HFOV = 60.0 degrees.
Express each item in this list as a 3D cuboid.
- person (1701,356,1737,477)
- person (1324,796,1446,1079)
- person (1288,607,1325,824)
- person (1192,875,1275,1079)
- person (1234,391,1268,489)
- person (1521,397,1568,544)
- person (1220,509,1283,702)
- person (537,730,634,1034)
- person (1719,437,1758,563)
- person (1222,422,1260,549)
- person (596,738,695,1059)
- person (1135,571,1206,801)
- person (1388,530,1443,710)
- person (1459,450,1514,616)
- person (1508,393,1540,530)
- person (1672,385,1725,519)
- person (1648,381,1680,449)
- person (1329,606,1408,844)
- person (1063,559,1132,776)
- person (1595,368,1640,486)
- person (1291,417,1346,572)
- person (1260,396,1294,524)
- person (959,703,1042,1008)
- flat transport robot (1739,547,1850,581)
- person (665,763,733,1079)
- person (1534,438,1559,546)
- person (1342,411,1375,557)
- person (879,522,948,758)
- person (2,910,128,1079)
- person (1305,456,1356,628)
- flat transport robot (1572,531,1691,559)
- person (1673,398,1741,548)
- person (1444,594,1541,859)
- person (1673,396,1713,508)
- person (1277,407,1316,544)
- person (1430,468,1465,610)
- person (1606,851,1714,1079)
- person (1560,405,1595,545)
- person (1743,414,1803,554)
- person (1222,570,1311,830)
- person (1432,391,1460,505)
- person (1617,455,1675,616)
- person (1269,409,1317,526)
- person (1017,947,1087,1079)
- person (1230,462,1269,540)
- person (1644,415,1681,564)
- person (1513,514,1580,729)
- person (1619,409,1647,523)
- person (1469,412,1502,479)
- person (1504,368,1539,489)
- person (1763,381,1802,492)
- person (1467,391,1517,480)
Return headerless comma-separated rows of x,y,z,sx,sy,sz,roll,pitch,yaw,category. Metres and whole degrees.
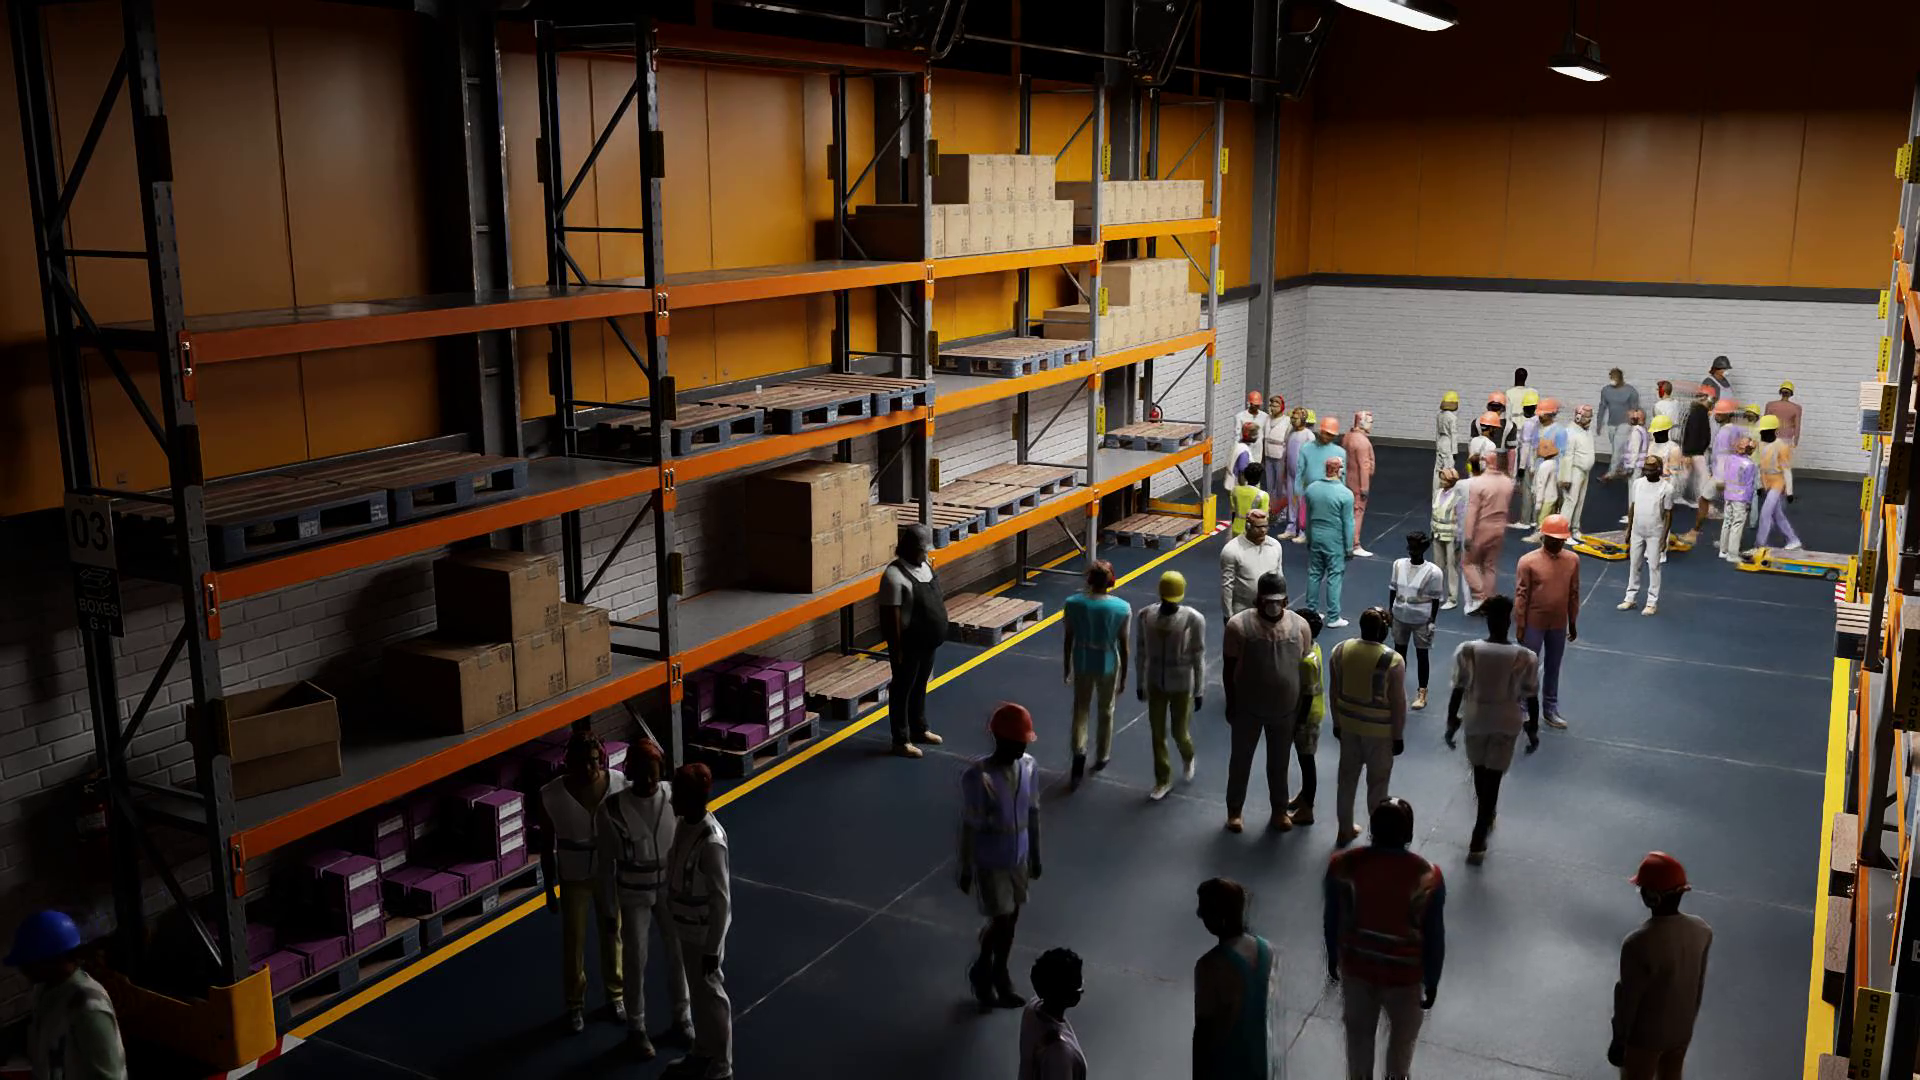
12.279,-1.973,26.942,0.690,2.000,0.538,-11,17,-41,person
2.201,2.218,8.679,0.625,1.829,0.434,5,14,22,person
2.654,1.349,12.846,0.319,1.697,0.533,3,13,11,person
1.216,2.443,7.686,0.560,1.811,0.427,-10,16,-38,person
4.368,-1.362,24.883,0.570,1.743,0.347,-2,13,-11,person
7.983,-0.944,22.407,0.759,2.004,0.660,-4,13,-17,person
2.744,0.638,15.574,0.645,1.900,0.399,-5,13,-20,person
-2.167,1.973,9.747,0.568,1.838,0.382,-6,14,-24,person
9.994,-0.516,21.347,0.323,1.631,0.525,-2,13,-7,person
3.612,-0.633,21.432,0.437,1.821,0.618,1,13,7,person
-1.762,2.017,9.458,0.585,1.876,0.351,-7,14,-28,person
1.684,1.134,13.357,0.601,1.892,0.542,6,14,26,person
4.243,0.735,15.591,0.535,1.699,0.318,11,17,42,person
5.927,-0.071,18.792,0.678,1.880,0.423,-6,14,-25,person
7.986,-1.105,23.352,0.400,1.915,0.591,10,16,38,person
10.647,-1.288,24.152,1.012,1.933,0.649,5,14,23,person
10.684,-1.493,25.242,0.570,1.840,0.375,-9,15,-34,person
3.033,1.390,12.335,0.430,1.845,0.624,-11,17,-41,person
1.124,1.073,13.774,0.573,1.830,0.664,2,13,10,person
10.533,-1.817,26.599,1.045,1.875,0.660,-10,16,-37,person
4.507,-0.585,20.922,0.641,1.951,0.710,6,14,26,person
4.532,-1.153,23.737,0.393,1.836,0.560,-8,15,-32,person
0.271,1.891,9.910,0.581,1.918,0.416,-10,16,-39,person
10.572,0.290,20.805,1.431,0.197,0.652,7,14,29,flat transport robot
-1.419,2.107,9.031,0.343,1.882,0.585,-6,14,-24,person
7.471,-0.487,21.240,0.284,1.624,0.495,8,15,33,person
5.219,-0.746,21.761,0.400,1.905,0.644,-2,13,-7,person
-0.363,0.836,14.364,0.537,2.000,0.679,7,14,27,person
-3.866,2.490,7.303,1.019,1.896,0.636,-11,17,-40,person
4.099,0.018,18.363,0.398,1.899,0.641,-10,16,-38,person
8.865,0.037,21.940,1.431,0.197,0.652,-5,14,-23,flat transport robot
10.017,-0.889,22.149,0.898,2.010,0.626,12,17,42,person
3.958,1.355,12.329,0.641,1.906,0.968,7,14,27,person
11.003,-1.356,24.912,0.561,1.715,0.514,7,14,27,person
4.561,-0.878,22.479,0.335,1.845,0.513,-7,15,-30,person
5.587,-0.019,19.103,0.310,1.638,0.523,-5,14,-22,person
3.394,2.369,8.174,0.568,1.744,0.353,-7,14,-27,person
8.315,-0.880,22.386,0.402,1.896,0.652,11,17,42,person
10.708,-0.722,21.733,0.825,1.881,0.605,0,13,-1,person
2.338,1.221,12.641,0.673,2.000,0.536,0,13,-2,person
7.279,-1.353,24.837,0.290,1.745,0.487,-4,13,-17,person
7.785,-0.062,18.840,0.346,1.841,0.505,-10,16,-38,person
4.674,-0.967,23.124,0.627,1.745,0.527,11,17,41,person
0.402,2.586,7.307,0.317,1.695,0.540,-2,13,-10,person
3.341,-0.064,19.198,0.322,1.686,0.538,-12,17,-43,person
8.928,-0.648,21.288,0.377,1.918,0.585,-3,13,-13,person
5.271,0.737,14.944,0.614,1.987,0.408,-3,13,-13,person
9.622,-1.051,23.724,0.310,1.636,0.523,7,15,30,person
6.774,-0.699,21.511,0.388,1.926,0.550,-2,13,-10,person
8.824,-1.755,26.244,0.594,1.917,0.373,-4,13,-17,person
12.785,-1.599,25.917,0.535,1.755,0.342,6,14,26,person
7.244,-1.012,22.673,0.613,2.031,0.403,4,13,18,person
